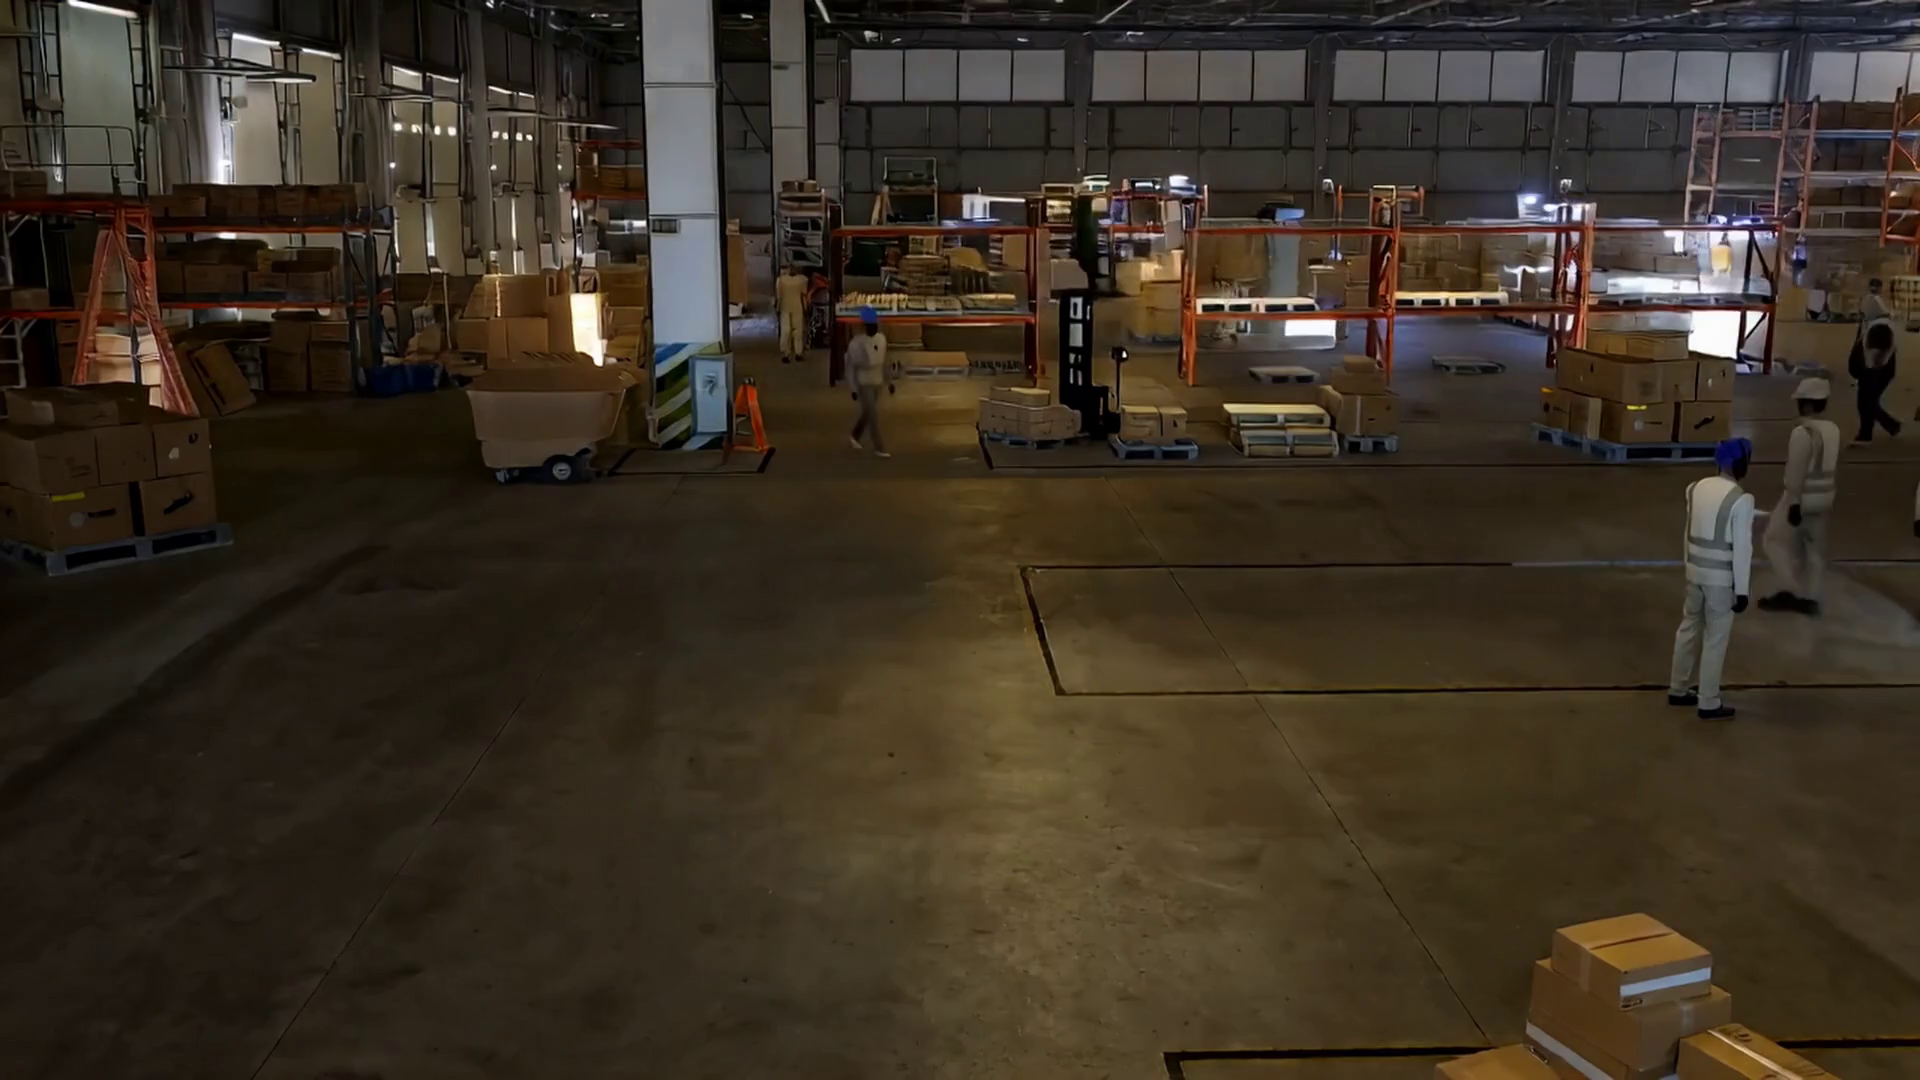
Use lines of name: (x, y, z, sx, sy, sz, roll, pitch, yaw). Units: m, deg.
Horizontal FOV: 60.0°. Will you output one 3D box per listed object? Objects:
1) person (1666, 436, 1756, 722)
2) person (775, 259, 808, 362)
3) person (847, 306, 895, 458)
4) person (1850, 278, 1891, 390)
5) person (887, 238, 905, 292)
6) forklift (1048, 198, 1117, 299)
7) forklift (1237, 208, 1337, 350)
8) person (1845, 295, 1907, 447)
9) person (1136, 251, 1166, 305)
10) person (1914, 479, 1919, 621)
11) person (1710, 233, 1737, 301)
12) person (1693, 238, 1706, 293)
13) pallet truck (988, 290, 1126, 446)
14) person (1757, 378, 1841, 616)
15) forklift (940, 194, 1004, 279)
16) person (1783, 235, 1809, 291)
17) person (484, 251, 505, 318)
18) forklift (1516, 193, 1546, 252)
person: (4.941, 0.251, 10.889, 0.353, 1.877, 0.573, -3, 13, -15)
person: (-3.171, -4.341, 31.466, 0.631, 1.940, 0.372, -4, 13, -19)
person: (-1.175, -2.019, 21.067, 0.885, 1.900, 0.585, 11, 16, 40)
person: (14.925, -3.359, 27.220, 0.325, 1.860, 0.511, -6, 14, -27)
person: (-1.865, -7.993, 48.616, 0.533, 1.652, 0.888, 5, 13, 20)
forklift: (3.448, -8.208, 46.778, 1.873, 2.768, 1.129, 0, 12, -2)
forklift: (6.591, -5.273, 33.527, 1.873, 2.768, 1.129, 0, 12, -2)
person: (11.845, -2.180, 21.473, 0.677, 2.000, 0.695, 7, 14, 28)
person: (4.300, -5.535, 37.137, 0.644, 1.823, 0.688, 8, 15, 32)
person: (7.655, -0.149, 12.761, 0.662, 1.839, 0.636, -6, 14, -25)
person: (20.896, -7.424, 45.493, 0.652, 1.883, 1.012, -4, 13, -19)
person: (21.016, -7.736, 47.359, 0.373, 1.680, 0.562, 11, 17, 41)
pallet truck: (1.257, -2.299, 22.111, 1.885, 1.965, 0.823, -9, 15, -35)
person: (6.784, -0.352, 13.469, 0.651, 1.928, 0.569, -9, 15, -36)
forklift: (0.380, -10.009, 54.909, 1.873, 2.768, 1.129, -7, 14, -30)
person: (25.364, -8.397, 50.391, 0.555, 1.655, 0.827, -1, 13, -3)
person: (-11.473, -6.269, 40.876, 0.522, 1.631, 0.323, 9, 15, 35)
forklift: (19.681, -10.600, 57.581, 1.873, 2.768, 1.129, -9, 15, -34)
